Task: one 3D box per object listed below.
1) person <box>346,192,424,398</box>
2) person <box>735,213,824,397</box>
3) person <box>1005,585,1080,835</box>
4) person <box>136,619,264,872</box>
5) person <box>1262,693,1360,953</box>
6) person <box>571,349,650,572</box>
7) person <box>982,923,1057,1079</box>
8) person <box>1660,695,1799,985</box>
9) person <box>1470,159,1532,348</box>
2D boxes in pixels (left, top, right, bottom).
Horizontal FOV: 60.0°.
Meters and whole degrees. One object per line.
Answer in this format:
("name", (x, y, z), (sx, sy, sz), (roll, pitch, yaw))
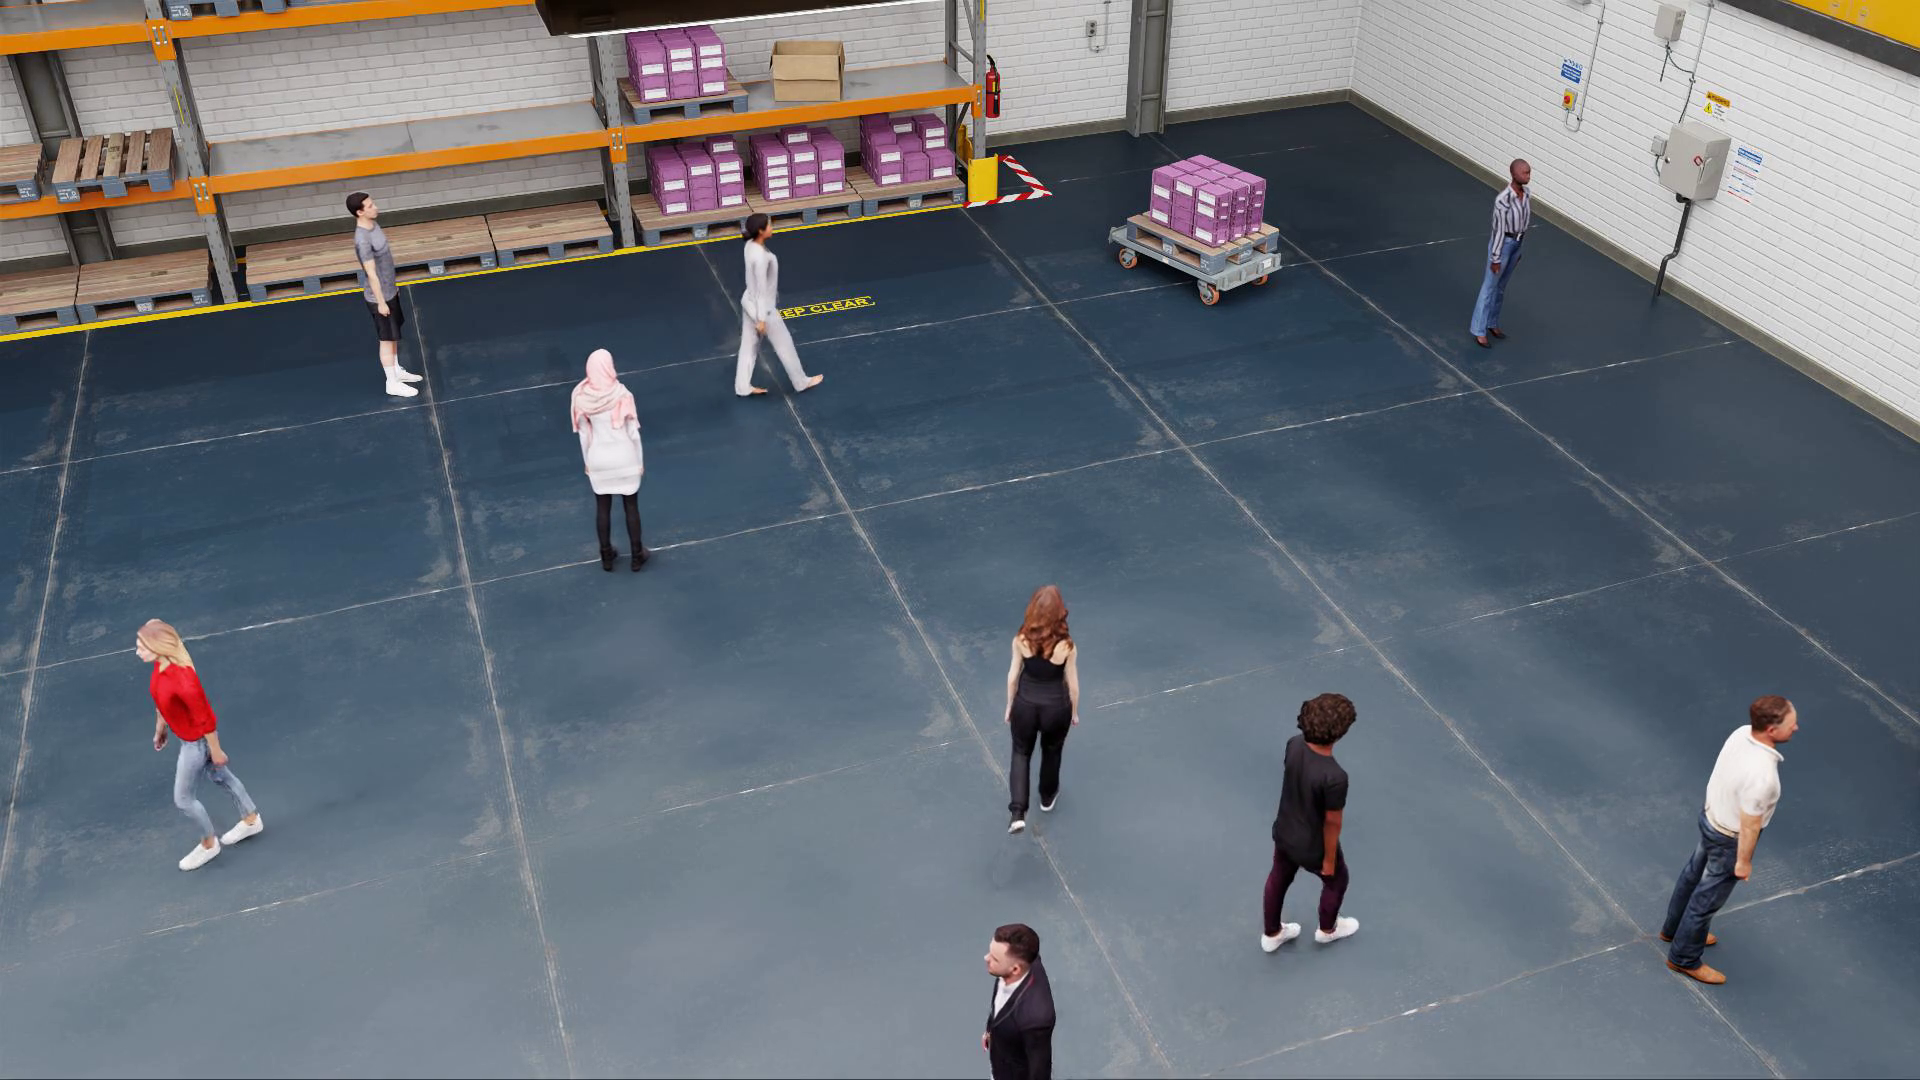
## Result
("person", (-5.114, -2.183, 14.655), (0.637, 1.871, 0.704), (-4, 34, -6))
("person", (-1.822, -2.016, 14.554), (1.007, 1.704, 0.681), (-13, 36, -19))
("person", (0.471, 1.053, 9.915), (0.993, 1.728, 0.964), (7, 34, 11))
("person", (-4.436, 1.137, 9.828), (0.841, 1.686, 0.745), (-22, 39, -30))
("person", (1.837, 1.603, 9.054), (0.868, 1.766, 0.749), (-20, 38, -27))
("person", (-2.570, -0.578, 12.305), (0.644, 1.800, 0.767), (1, 34, 2))
("person", (0.371, 2.456, 7.721), (0.896, 1.821, 0.799), (0, 34, 0))
("person", (4.141, 1.576, 9.014), (0.776, 1.855, 0.752), (8, 35, 12))
("person", (5.058, -2.687, 15.481), (0.612, 1.796, 0.757), (-28, 43, -35))
